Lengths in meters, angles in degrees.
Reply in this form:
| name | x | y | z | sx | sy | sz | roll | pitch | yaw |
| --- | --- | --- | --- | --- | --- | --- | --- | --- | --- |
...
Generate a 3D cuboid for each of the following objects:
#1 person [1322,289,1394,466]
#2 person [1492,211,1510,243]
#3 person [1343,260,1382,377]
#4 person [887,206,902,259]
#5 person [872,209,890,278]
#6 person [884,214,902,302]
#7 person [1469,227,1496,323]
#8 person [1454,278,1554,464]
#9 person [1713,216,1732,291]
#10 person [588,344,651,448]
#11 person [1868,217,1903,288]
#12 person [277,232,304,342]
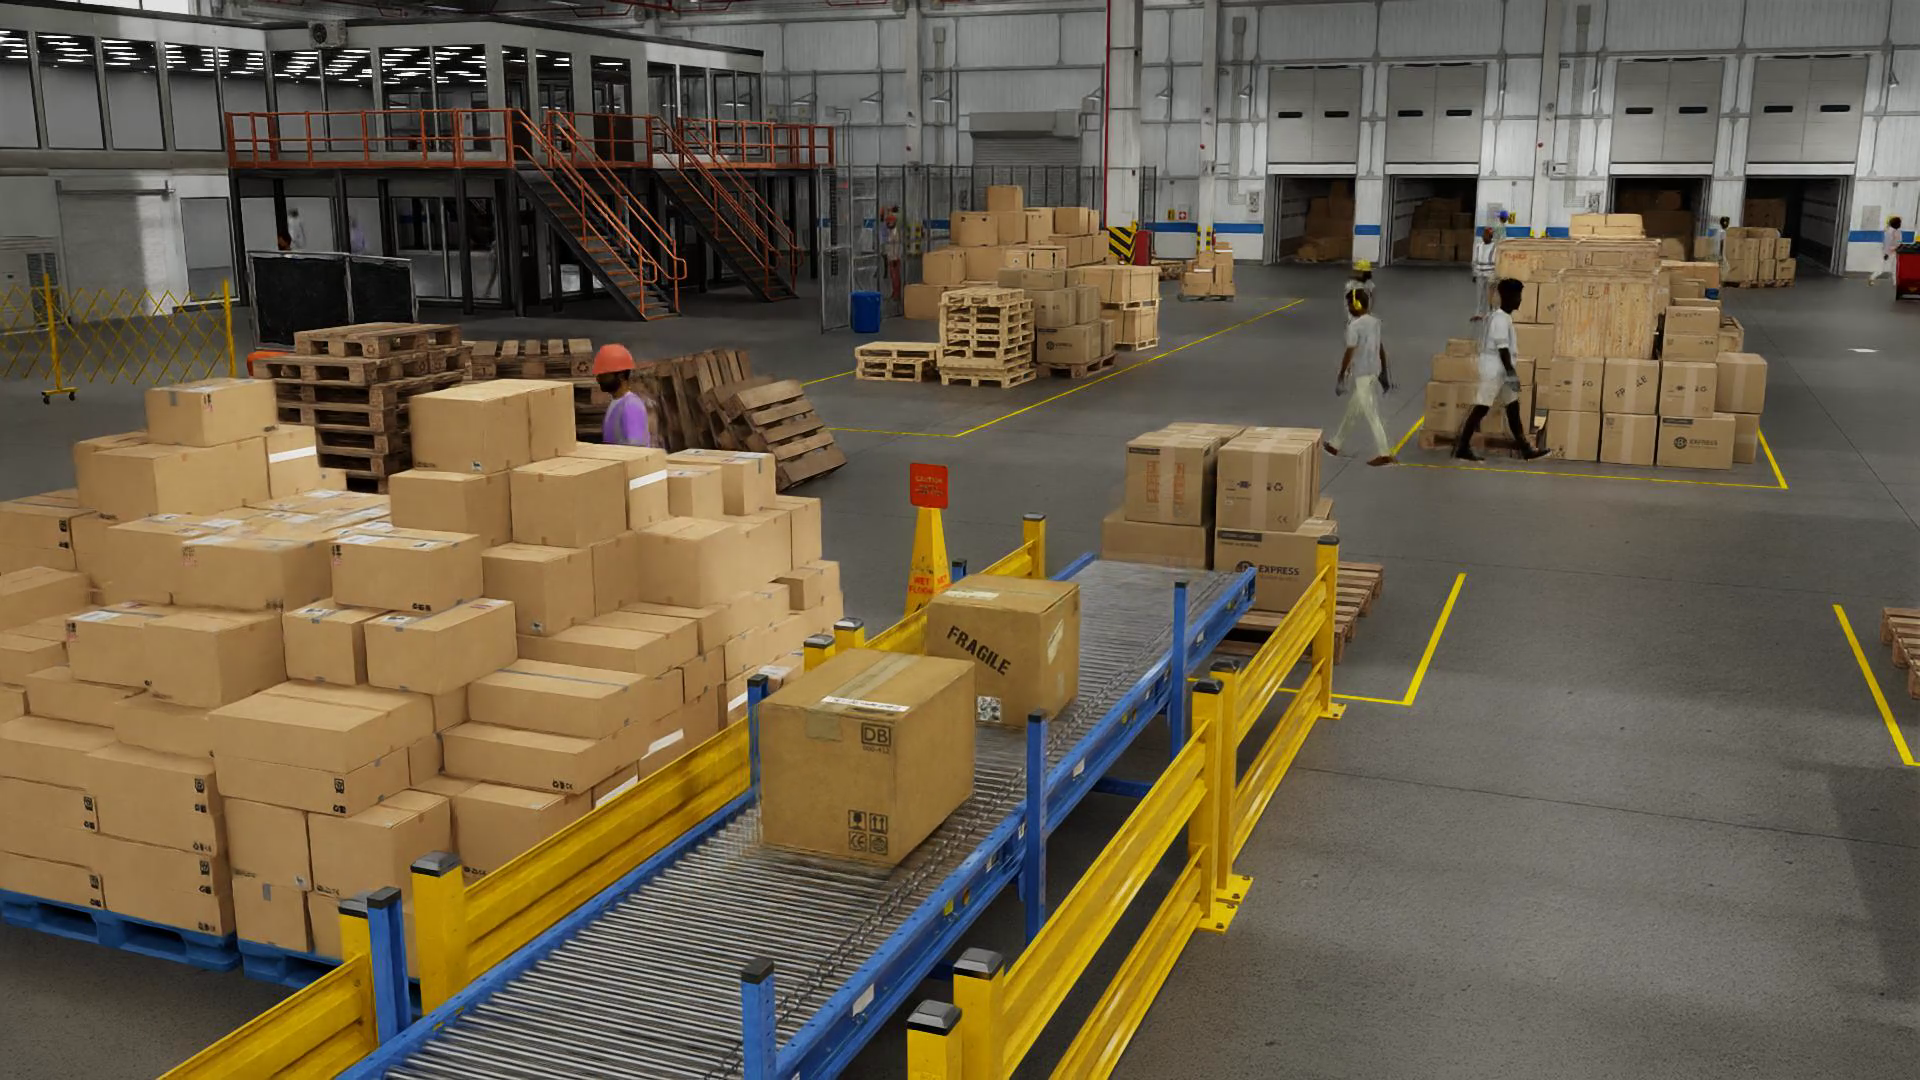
| name | x | y | z | sx | sy | sz | roll | pitch | yaw |
| --- | --- | --- | --- | --- | --- | --- | --- | --- | --- |
| person | 4.127 | -1.685 | 17.207 | 0.557 | 1.797 | 1.053 | -12 | 17 | -43 |
| person | 14.681 | -7.920 | 44.924 | 0.745 | 1.902 | 0.663 | 7 | 14 | 27 |
| person | 5.845 | -3.193 | 24.179 | 0.489 | 1.707 | 0.864 | -3 | 13 | -12 |
| person | -2.265 | -10.299 | 55.814 | 0.662 | 1.812 | 0.509 | -12 | 17 | -42 |
| person | -2.226 | -8.332 | 46.707 | 0.550 | 1.934 | 0.374 | 3 | 13 | 14 |
| person | -1.532 | -6.461 | 38.179 | 0.391 | 1.991 | 0.613 | -2 | 13 | -10 |
| person | 10.452 | -5.265 | 33.056 | 0.337 | 1.882 | 0.584 | -9 | 15 | -34 |
| person | 5.593 | -1.706 | 17.008 | 1.008 | 1.913 | 0.629 | 6 | 14 | 26 |
| person | 19.125 | -7.156 | 41.608 | 0.673 | 1.847 | 0.565 | 1 | 13 | 6 |
| person | -2.212 | -0.373 | 11.135 | 1.051 | 1.882 | 0.558 | -6 | 14 | -27 |
| person | 23.872 | -7.383 | 42.716 | 0.634 | 1.816 | 0.810 | -8 | 15 | -32 |
| person | -11.818 | -4.455 | 29.345 | 0.592 | 1.919 | 0.392 | 12 | 17 | 43 |
